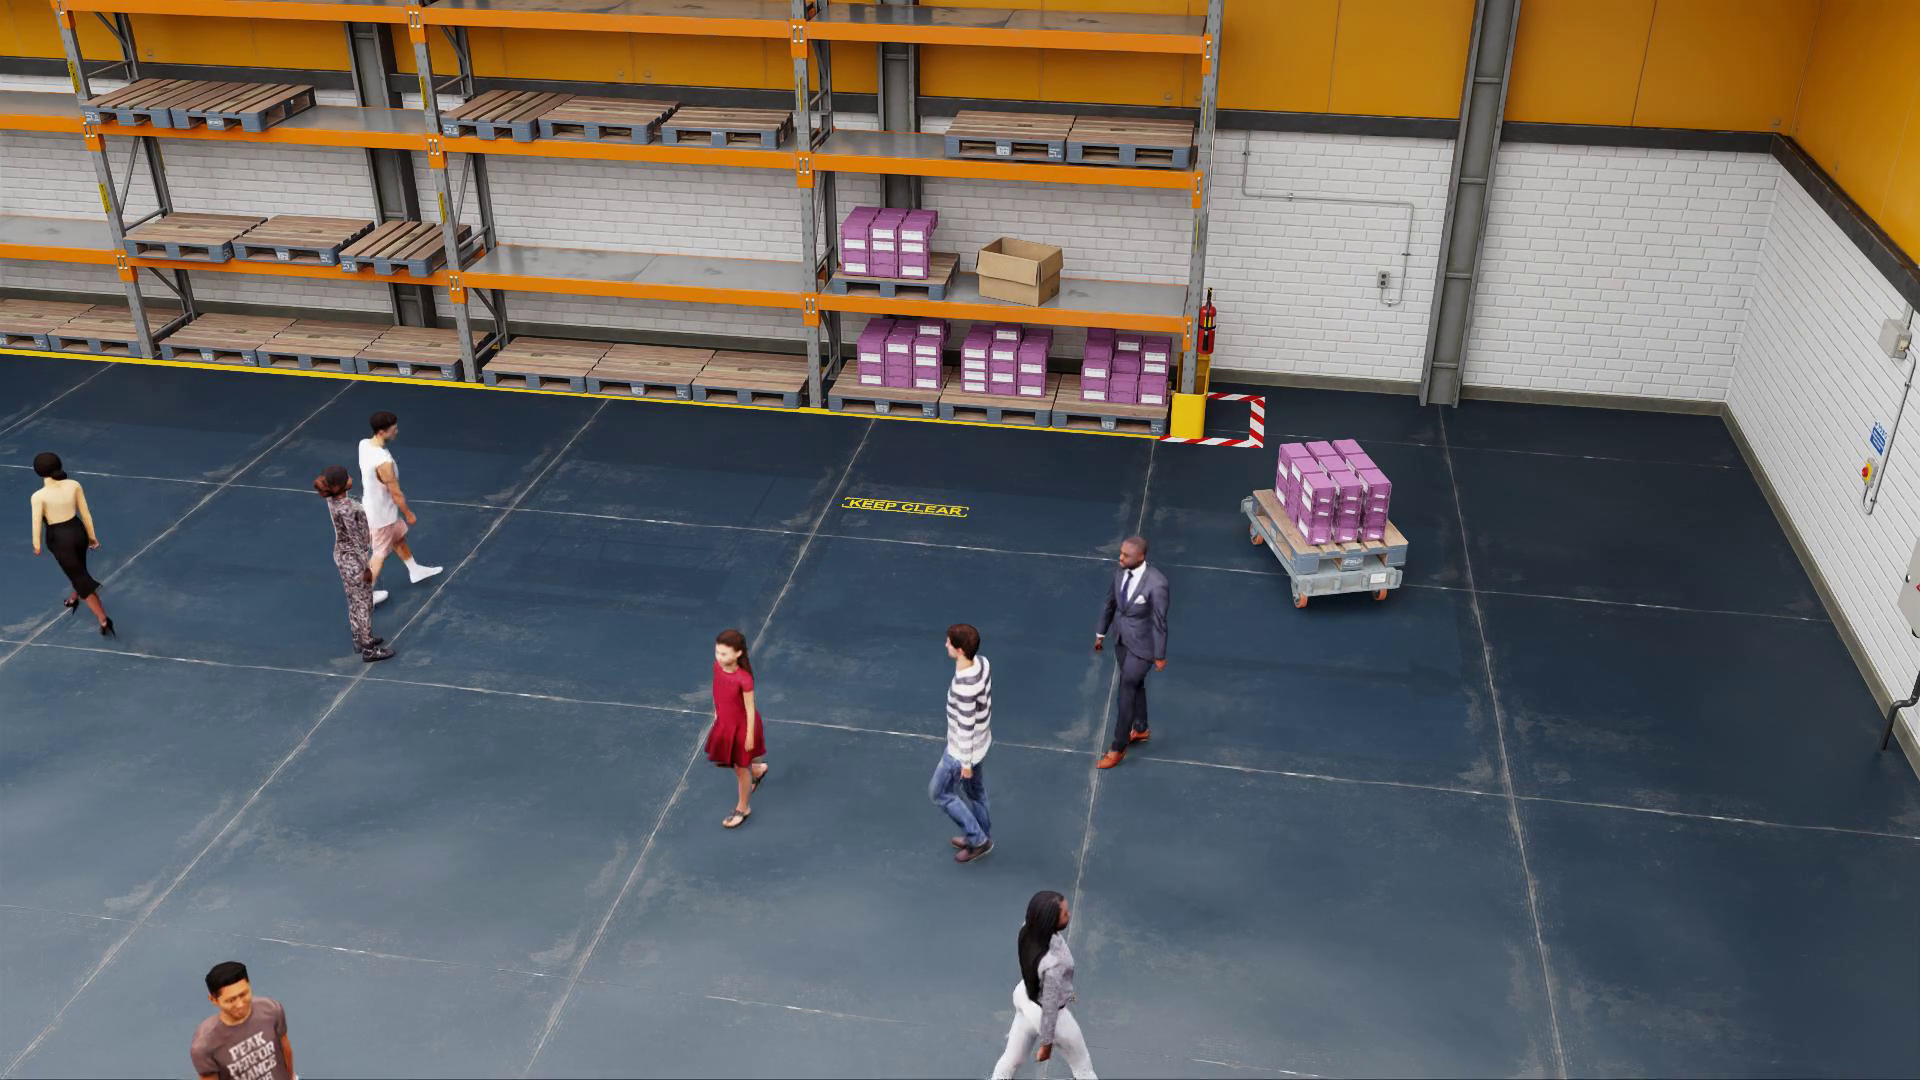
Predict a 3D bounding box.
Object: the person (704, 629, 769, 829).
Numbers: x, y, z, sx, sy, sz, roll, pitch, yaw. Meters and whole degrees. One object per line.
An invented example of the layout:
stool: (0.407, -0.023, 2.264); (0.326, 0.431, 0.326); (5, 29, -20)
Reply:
person: (-1.509, 1.251, 11.568); (0.793, 1.546, 0.802); (21, 35, 34)

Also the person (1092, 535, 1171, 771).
person: (1.348, 0.755, 12.207); (1.036, 1.805, 0.974); (-17, 33, -28)

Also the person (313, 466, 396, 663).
person: (-4.882, 0.175, 13.365); (0.738, 1.713, 0.680); (-18, 33, -29)

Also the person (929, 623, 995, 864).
person: (0.145, 1.373, 11.041); (0.702, 1.836, 0.690); (9, 30, 16)

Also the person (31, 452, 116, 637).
person: (-7.265, 0.078, 13.646); (1.090, 1.614, 0.844); (17, 33, 29)

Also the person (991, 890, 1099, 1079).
person: (0.365, 2.594, 8.974); (1.222, 1.672, 0.954); (-8, 30, -15)

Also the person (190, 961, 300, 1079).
person: (-3.624, 2.821, 8.465); (1.014, 1.762, 1.126); (-24, 37, -37)

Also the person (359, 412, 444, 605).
person: (-4.963, -0.217, 14.069); (1.120, 1.727, 1.047); (-22, 35, -34)
